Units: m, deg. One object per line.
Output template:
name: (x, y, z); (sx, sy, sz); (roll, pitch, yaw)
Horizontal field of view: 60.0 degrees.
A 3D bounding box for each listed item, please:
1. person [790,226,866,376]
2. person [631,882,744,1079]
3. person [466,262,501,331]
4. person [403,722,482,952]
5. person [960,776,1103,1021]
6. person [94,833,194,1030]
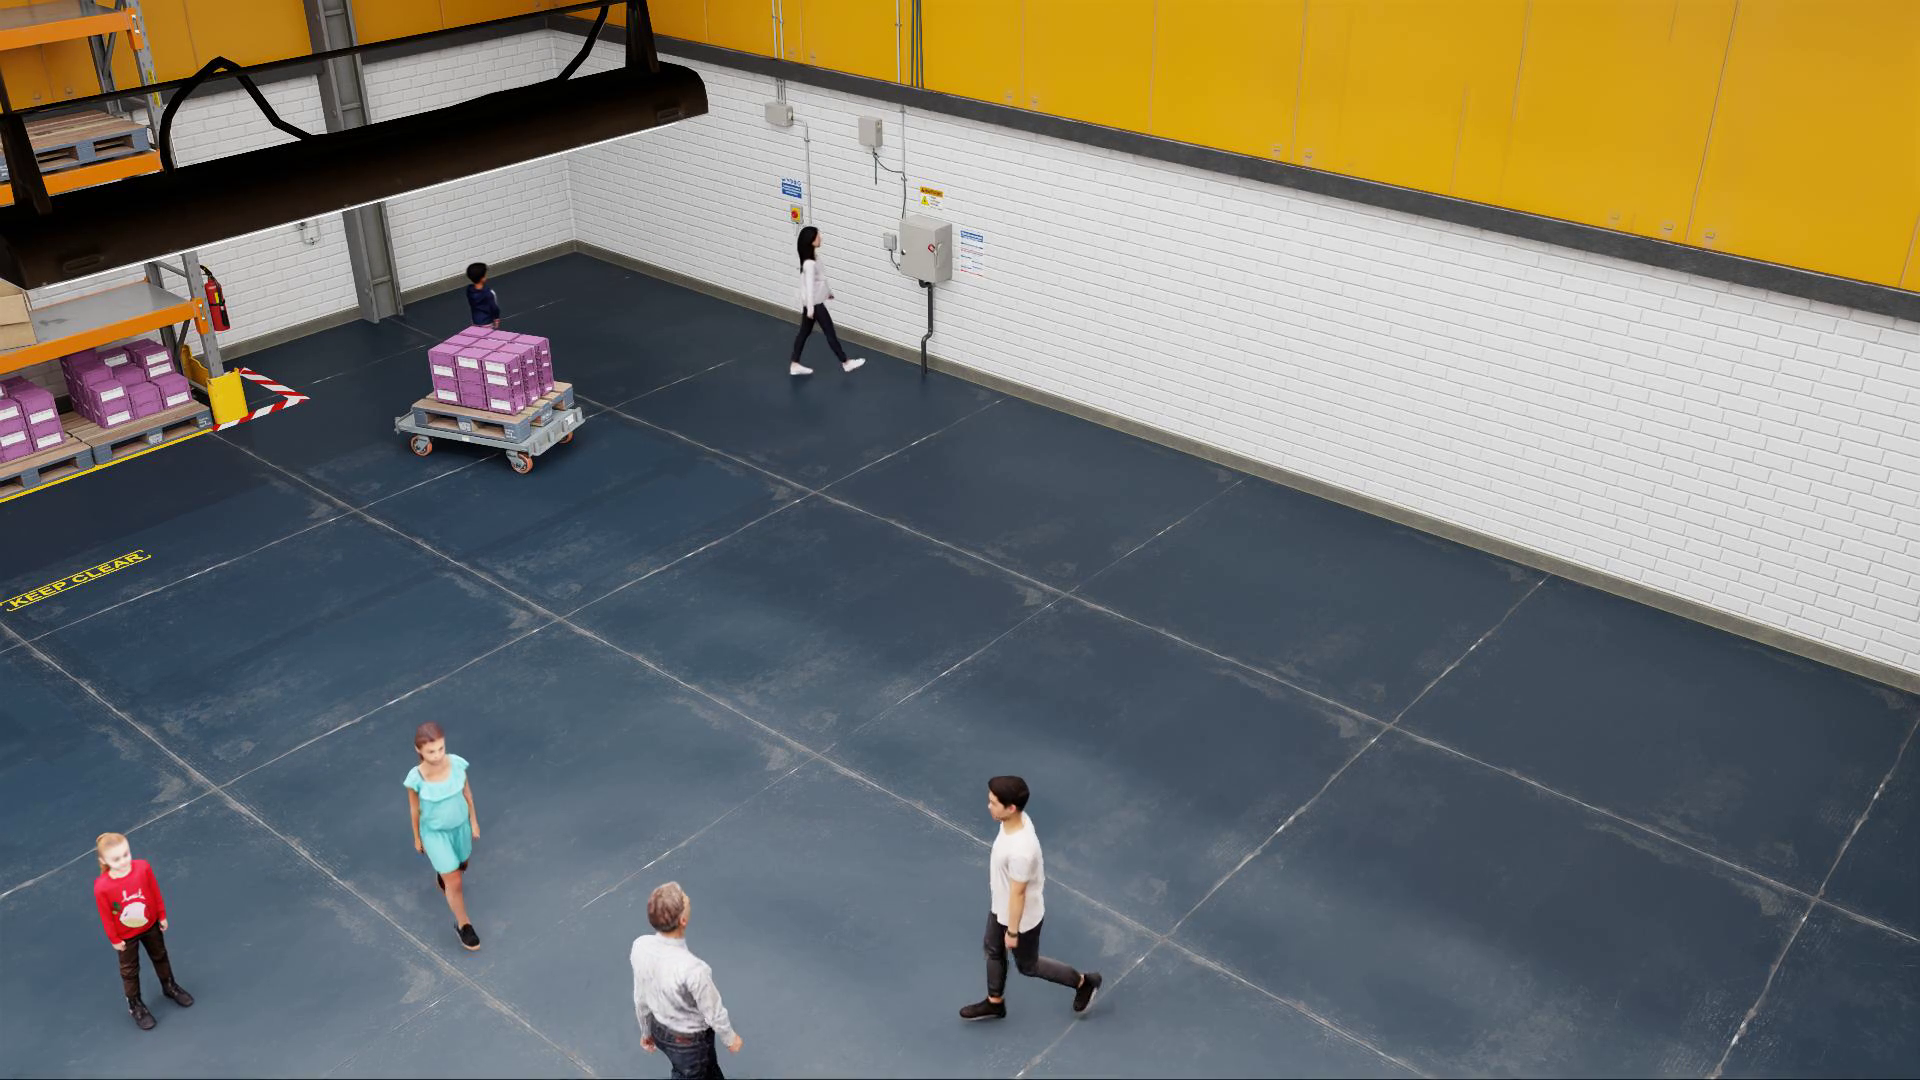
person: (-1.651, -2.517, 17.759); (1.124, 1.661, 1.019); (-5, 29, -9)
person: (-1.430, 2.541, 8.359); (0.655, 1.783, 1.119); (22, 35, 34)
person: (-5.175, -2.422, 18.044); (0.571, 1.221, 0.569); (10, 30, 18)
person: (-3.157, 1.725, 10.116); (0.973, 1.533, 0.757); (-19, 34, -31)
person: (0.407, 2.055, 9.351); (1.136, 1.686, 1.040); (-6, 29, -12)
person: (-4.717, 2.201, 9.507); (0.544, 1.280, 0.417); (20, 35, 33)
